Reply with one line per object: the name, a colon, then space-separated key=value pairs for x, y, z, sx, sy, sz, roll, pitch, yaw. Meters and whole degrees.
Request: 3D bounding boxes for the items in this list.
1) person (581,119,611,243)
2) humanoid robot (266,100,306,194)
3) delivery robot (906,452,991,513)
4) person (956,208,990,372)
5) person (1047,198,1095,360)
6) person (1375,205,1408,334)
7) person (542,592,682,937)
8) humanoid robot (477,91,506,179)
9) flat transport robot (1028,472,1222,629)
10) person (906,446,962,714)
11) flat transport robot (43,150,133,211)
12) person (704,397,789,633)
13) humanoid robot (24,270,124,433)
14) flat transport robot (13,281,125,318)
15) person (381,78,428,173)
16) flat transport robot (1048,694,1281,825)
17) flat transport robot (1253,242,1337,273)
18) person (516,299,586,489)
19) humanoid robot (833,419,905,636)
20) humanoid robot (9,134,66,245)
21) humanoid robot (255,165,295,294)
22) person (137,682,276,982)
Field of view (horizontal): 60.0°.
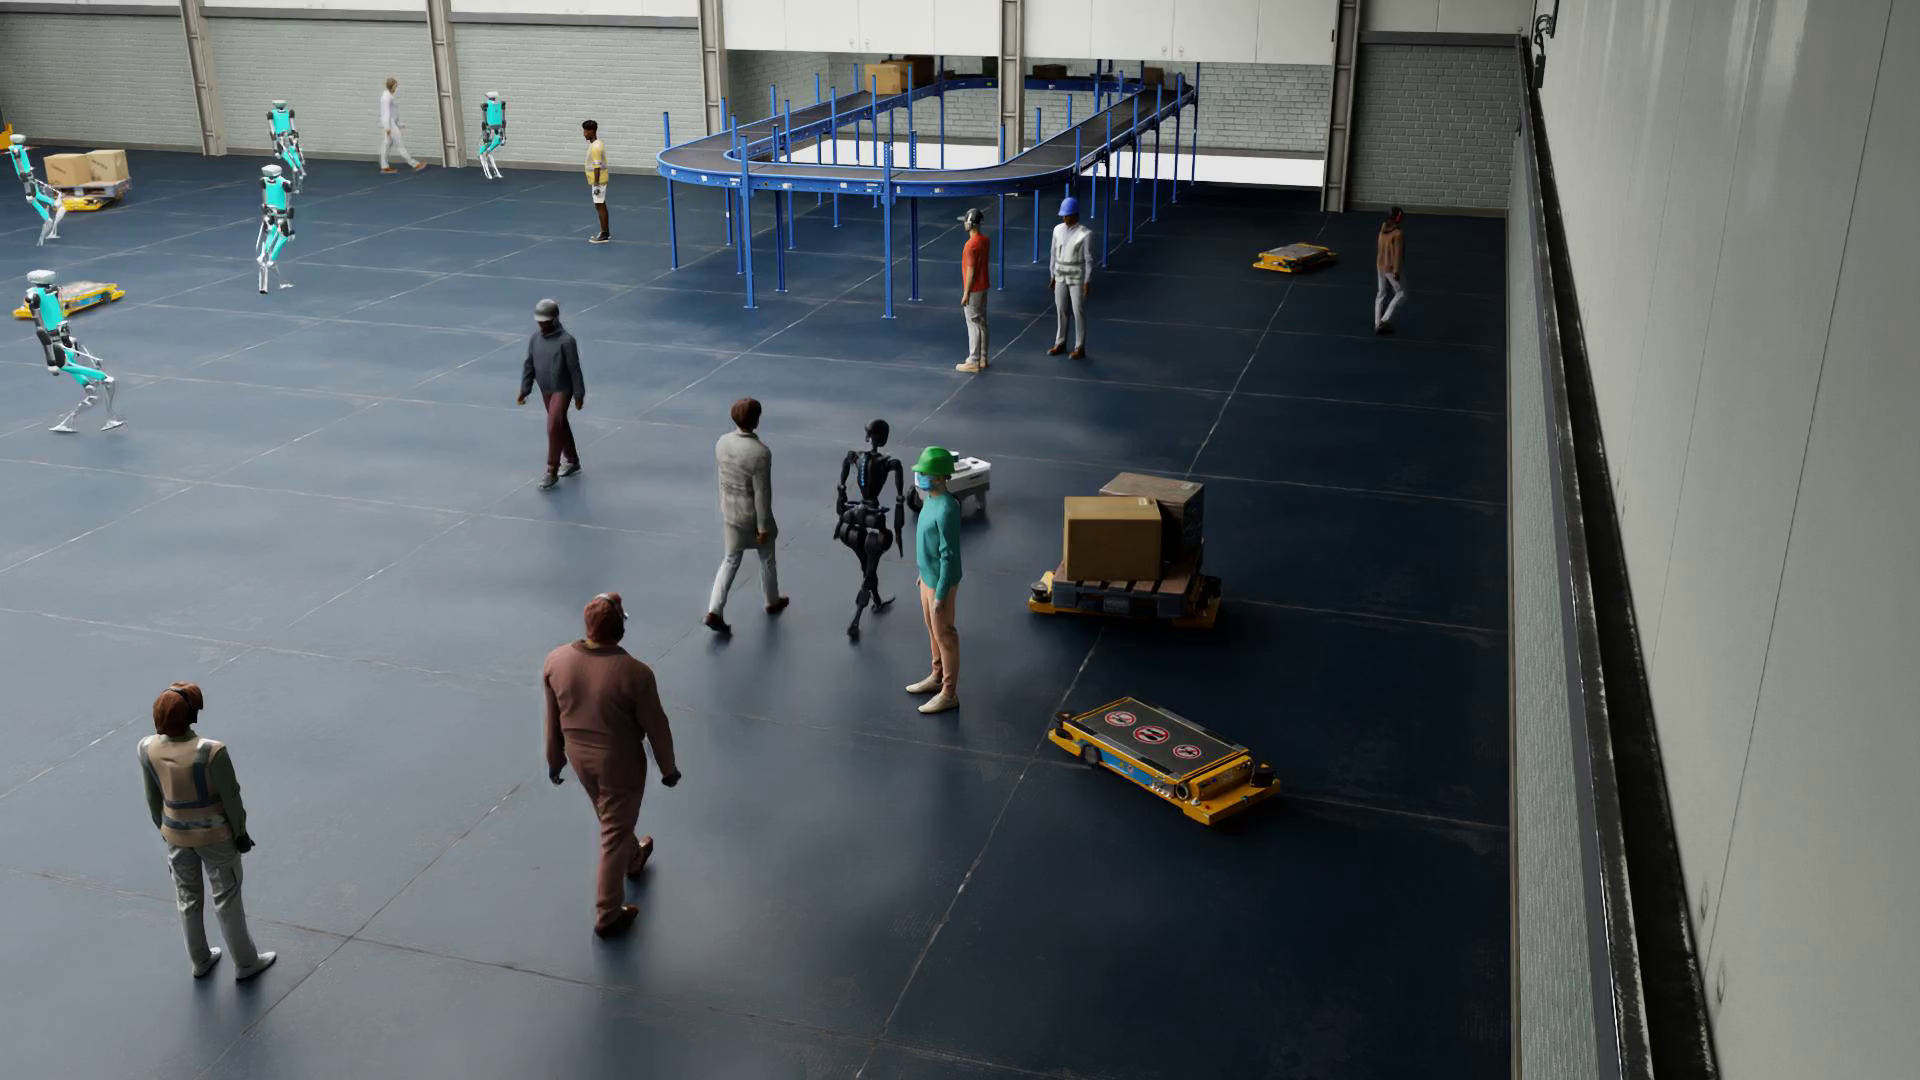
person: x=-5.867 y=-5.802 z=26.884 sx=0.373 sy=1.958 sz=0.600 roll=-3 pitch=21 yaw=-8
humanoid robot: x=-12.463 y=-7.276 z=31.033 sx=0.757 sy=1.787 sz=0.538 roll=18 pitch=27 yaw=38
delivery robot: x=-0.090 y=-0.492 z=15.067 sx=0.775 sy=0.603 sz=0.511 roll=-17 pitch=27 yaw=-38
person: x=0.147 y=-2.926 z=19.489 sx=0.393 sy=1.912 sz=0.476 roll=9 pitch=23 yaw=22
person: x=1.323 y=-3.145 z=20.007 sx=0.613 sy=1.942 sz=0.407 roll=17 pitch=27 yaw=38
person: x=5.480 y=-3.422 z=21.122 sx=0.394 sy=1.639 sz=0.477 roll=-9 pitch=23 yaw=-21
person: x=-1.817 y=1.140 z=8.994 sx=0.683 sy=1.866 sz=0.907 roll=8 pitch=23 yaw=20
humanoid robot: x=-9.210 y=-7.922 z=32.499 sx=0.735 sy=1.677 sz=0.533 roll=17 pitch=27 yaw=37
flat transport robot: x=1.308 y=0.428 z=13.067 sx=1.431 sy=0.231 sz=0.659 roll=6 pitch=22 yaw=14
person: x=-0.164 y=0.258 z=11.273 sx=0.350 sy=1.878 sz=0.512 roll=-6 pitch=22 yaw=-14
flat transport robot: x=-15.841 y=-6.212 z=30.289 sx=0.659 sy=0.231 sz=1.431 roll=-3 pitch=21 yaw=-7
person: x=-1.639 y=-0.189 z=12.549 sx=0.506 sy=1.804 sz=0.886 roll=11 pitch=24 yaw=26
humanoid robot: x=-9.020 y=-1.899 z=17.139 sx=1.000 sy=1.782 sz=0.530 roll=-2 pitch=21 yaw=-4
flat transport robot: x=-12.136 y=-3.276 z=22.674 sx=0.659 sy=0.231 sz=1.431 roll=3 pitch=21 yaw=9
person: x=-11.350 y=-8.372 z=33.628 sx=0.996 sy=1.885 sz=0.619 roll=-5 pitch=22 yaw=-14
flat transport robot: x=1.286 y=1.369 z=10.628 sx=0.659 sy=0.231 sz=1.431 roll=-17 pitch=27 yaw=-36
flat transport robot: x=5.113 y=-4.293 z=25.313 sx=0.659 sy=0.231 sz=1.431 roll=17 pitch=27 yaw=37
person: x=-3.883 y=-1.380 z=15.650 sx=0.561 sy=1.779 sz=0.821 roll=12 pitch=24 yaw=29
humanoid robot: x=-0.711 y=-0.117 z=12.608 sx=0.609 sy=1.612 sz=0.767 roll=9 pitch=23 yaw=23
humanoid robot: x=-14.729 y=-5.599 z=26.737 sx=0.748 sy=1.833 sz=0.537 roll=-9 pitch=23 yaw=-21
humanoid robot: x=-9.773 y=-4.312 z=23.425 sx=0.563 sy=1.840 sz=0.811 roll=9 pitch=23 yaw=23
person: x=-3.834 y=1.487 z=8.410 sx=0.512 sy=1.641 sz=0.310 roll=4 pitch=21 yaw=10
